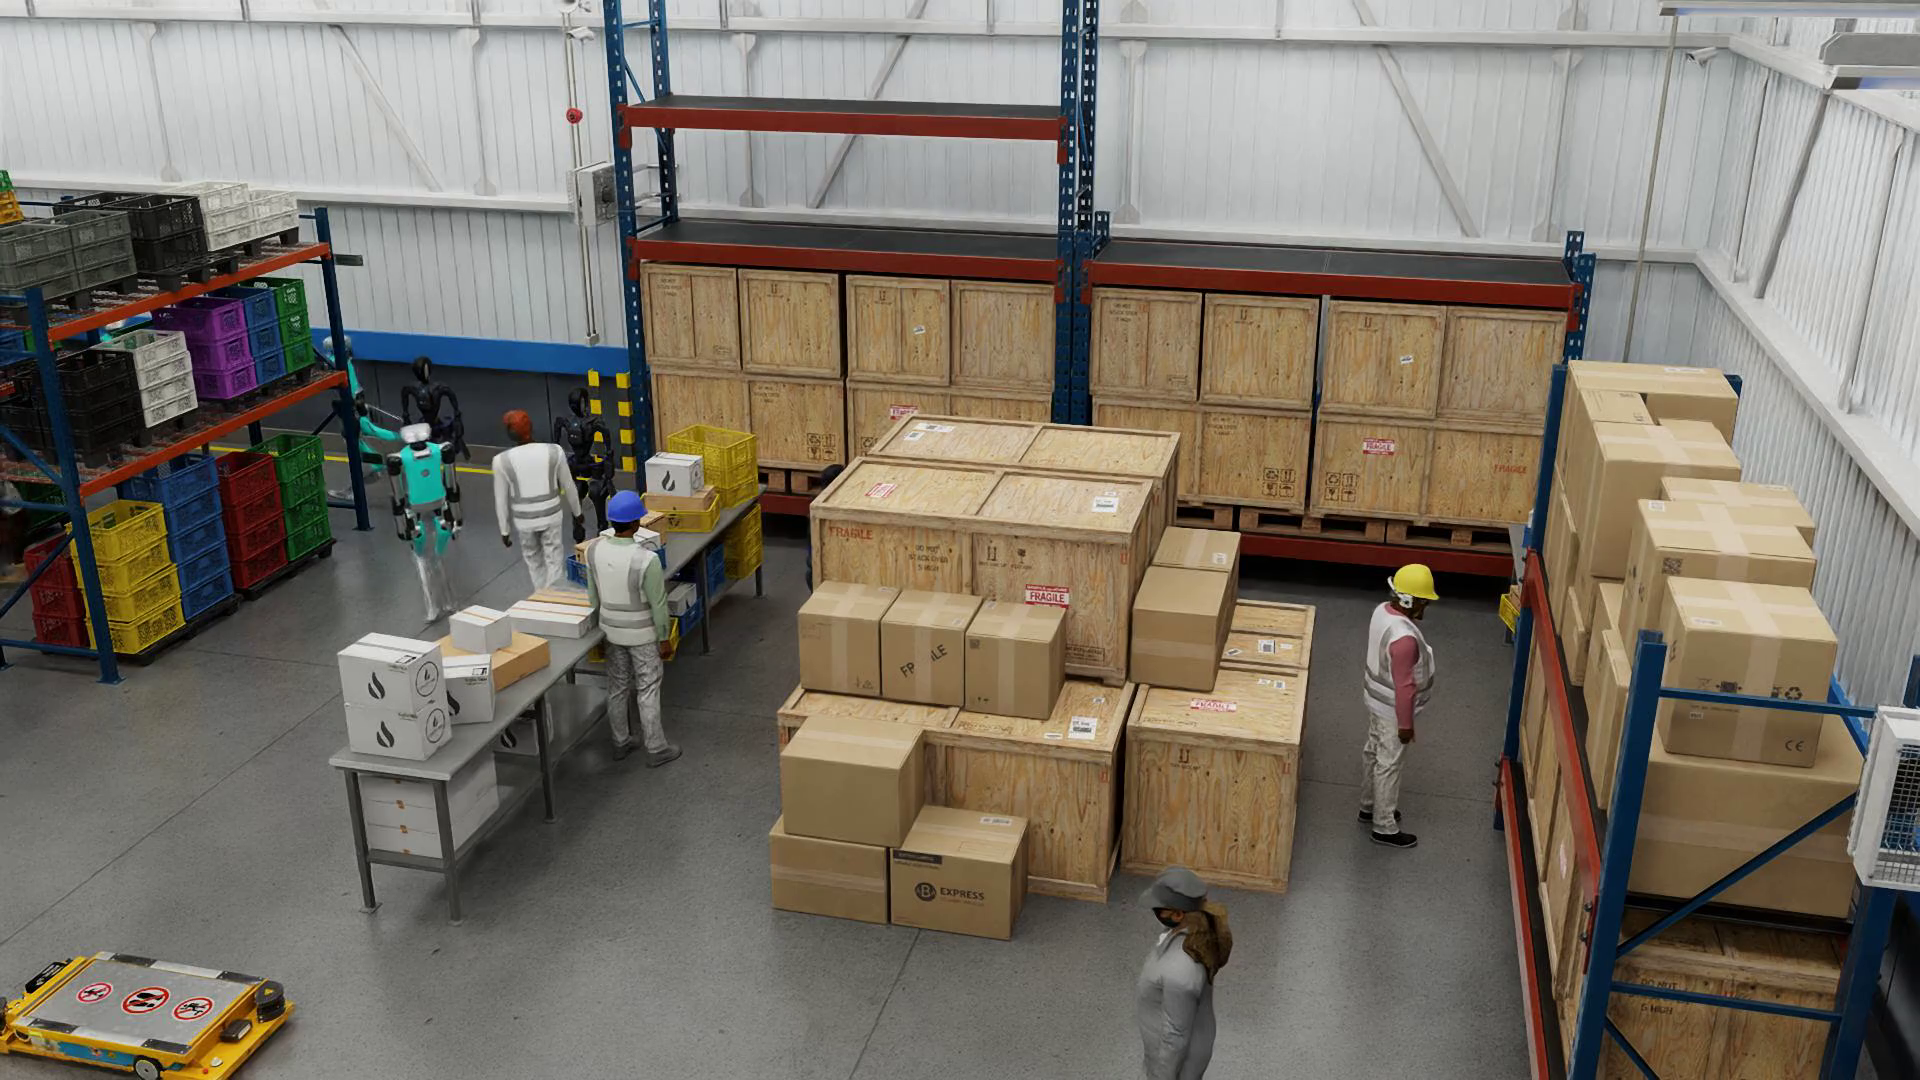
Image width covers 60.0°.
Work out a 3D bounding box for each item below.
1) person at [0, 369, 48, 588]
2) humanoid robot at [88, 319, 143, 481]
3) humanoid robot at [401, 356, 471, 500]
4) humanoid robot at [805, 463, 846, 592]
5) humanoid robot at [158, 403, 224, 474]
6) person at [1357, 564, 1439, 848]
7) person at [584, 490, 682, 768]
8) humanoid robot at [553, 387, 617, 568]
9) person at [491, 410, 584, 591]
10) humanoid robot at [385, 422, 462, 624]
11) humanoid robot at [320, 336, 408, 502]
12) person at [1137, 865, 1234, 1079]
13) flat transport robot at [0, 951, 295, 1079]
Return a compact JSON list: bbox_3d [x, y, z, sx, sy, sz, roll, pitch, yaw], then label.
[{"bbox_3d":[-8.166,-0.569,14.109,0.651,1.999,0.647,-13,24,-30],"label":"person"},{"bbox_3d":[-8.477,-1.413,16.808,0.530,1.833,0.896,-17,27,-38],"label":"humanoid robot"},{"bbox_3d":[-4.917,-0.962,15.695,0.603,1.626,0.785,1,21,2],"label":"humanoid robot"},{"bbox_3d":[-0.968,0.234,12.473,0.589,1.645,0.393,17,27,38],"label":"humanoid robot"},{"bbox_3d":[-7.485,-1.143,16.114,0.590,1.642,0.578,-12,24,-28],"label":"humanoid robot"},{"bbox_3d":[2.692,1.005,10.241,0.404,1.822,0.587,0,21,-1],"label":"person"},{"bbox_3d":[-2.189,0.602,11.122,0.607,1.947,0.386,10,23,23],"label":"person"},{"bbox_3d":[-3.243,-0.528,14.438,0.599,1.654,0.315,5,22,13],"label":"humanoid robot"},{"bbox_3d":[-3.326,-0.150,13.208,0.686,1.857,0.585,-7,22,-19],"label":"person"},{"bbox_3d":[-4.329,-0.134,13.378,0.548,1.806,0.801,-13,25,-31],"label":"humanoid robot"},{"bbox_3d":[-5.622,-1.102,15.917,1.058,1.737,0.563,1,21,3],"label":"humanoid robot"},{"bbox_3d":[0.954,2.191,7.214,0.399,1.767,0.562,5,22,13],"label":"person"},{"bbox_3d":[-4.270,2.464,8.601,1.431,0.231,0.659,5,22,13],"label":"flat transport robot"}]
